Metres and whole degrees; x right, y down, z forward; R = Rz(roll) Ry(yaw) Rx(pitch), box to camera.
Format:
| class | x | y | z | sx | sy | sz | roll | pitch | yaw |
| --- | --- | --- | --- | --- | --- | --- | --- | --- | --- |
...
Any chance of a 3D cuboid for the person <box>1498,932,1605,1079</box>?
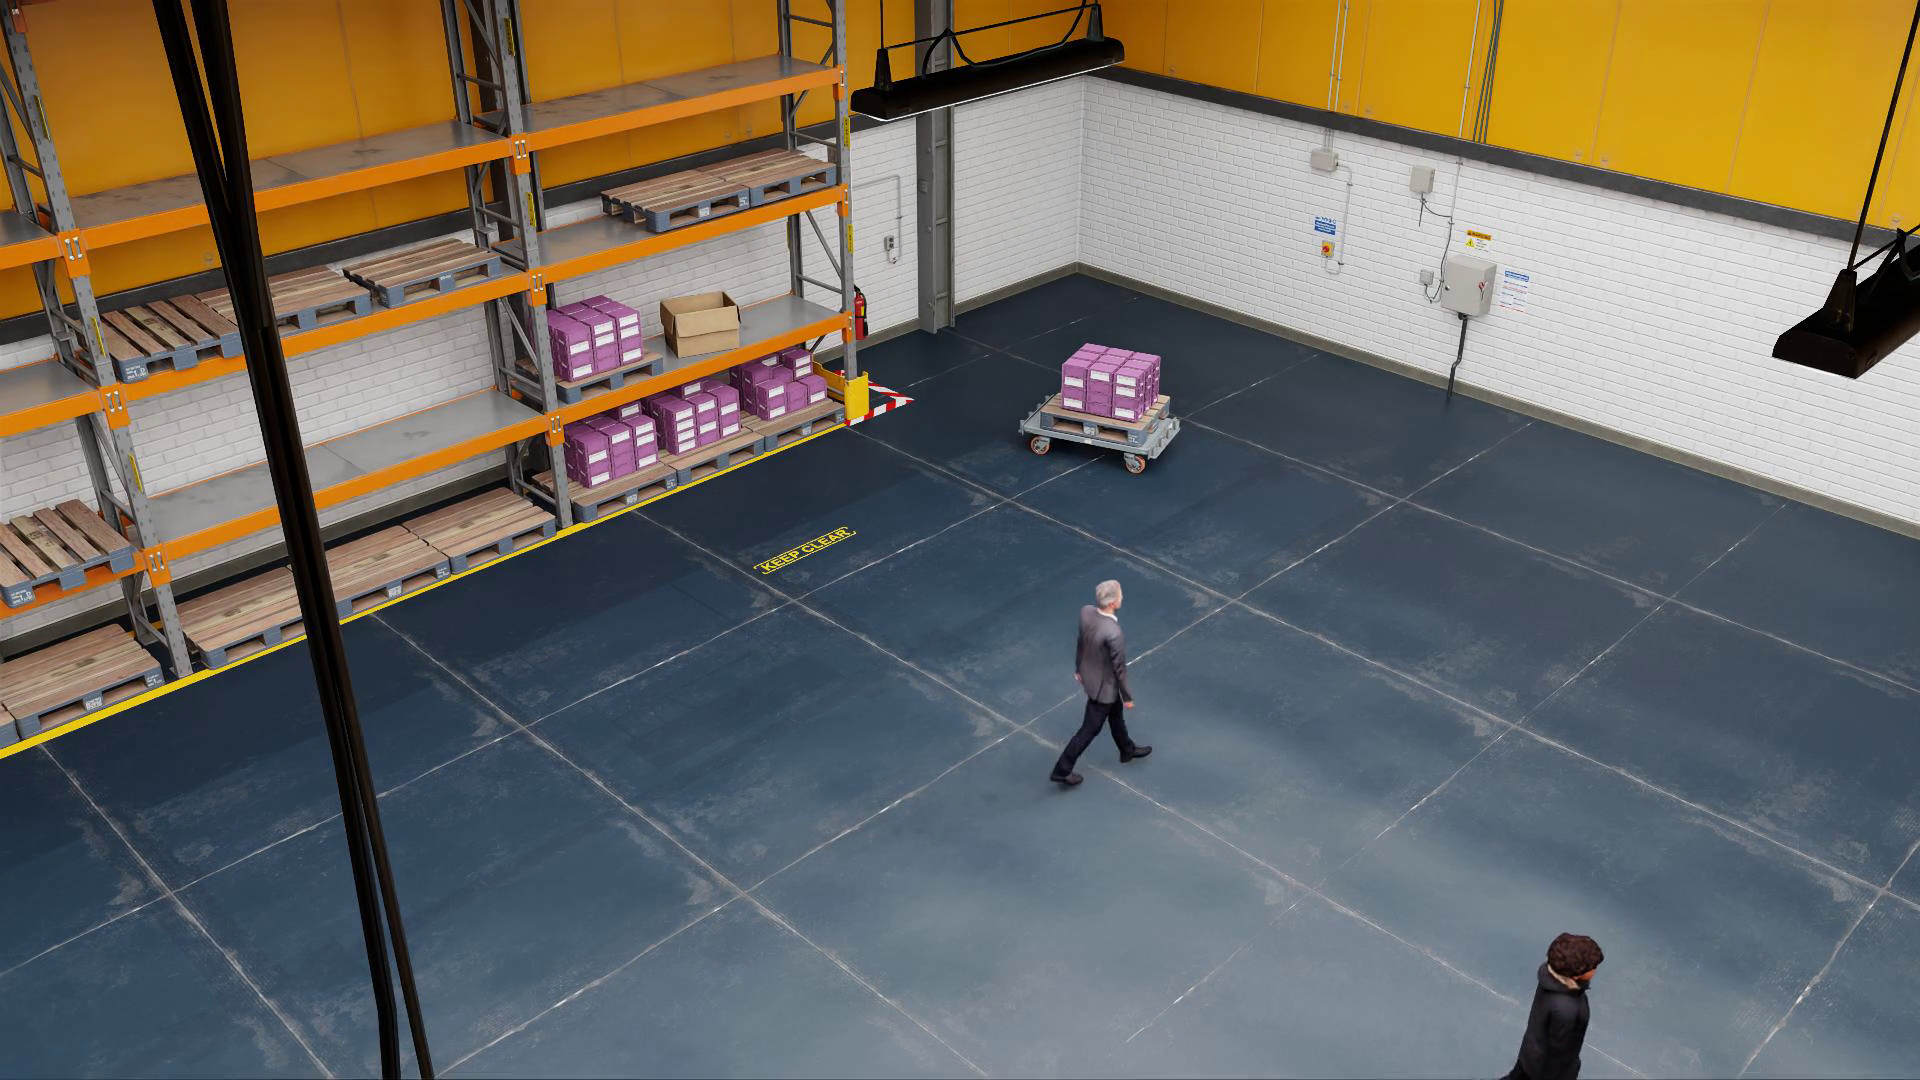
| class | x | y | z | sx | sy | sz | roll | pitch | yaw |
| --- | --- | --- | --- | --- | --- | --- | --- | --- | --- |
| person | 3.376 | 2.999 | 9.766 | 1.158 | 1.752 | 1.114 | 1 | 29 | 1 |

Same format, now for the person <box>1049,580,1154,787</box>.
| class | x | y | z | sx | sy | sz | roll | pitch | yaw |
| --- | --- | --- | --- | --- | --- | --- | --- | --- | --- |
| person | 1.054 | 1.157 | 13.104 | 1.336 | 1.790 | 1.056 | -12 | 31 | -20 |
